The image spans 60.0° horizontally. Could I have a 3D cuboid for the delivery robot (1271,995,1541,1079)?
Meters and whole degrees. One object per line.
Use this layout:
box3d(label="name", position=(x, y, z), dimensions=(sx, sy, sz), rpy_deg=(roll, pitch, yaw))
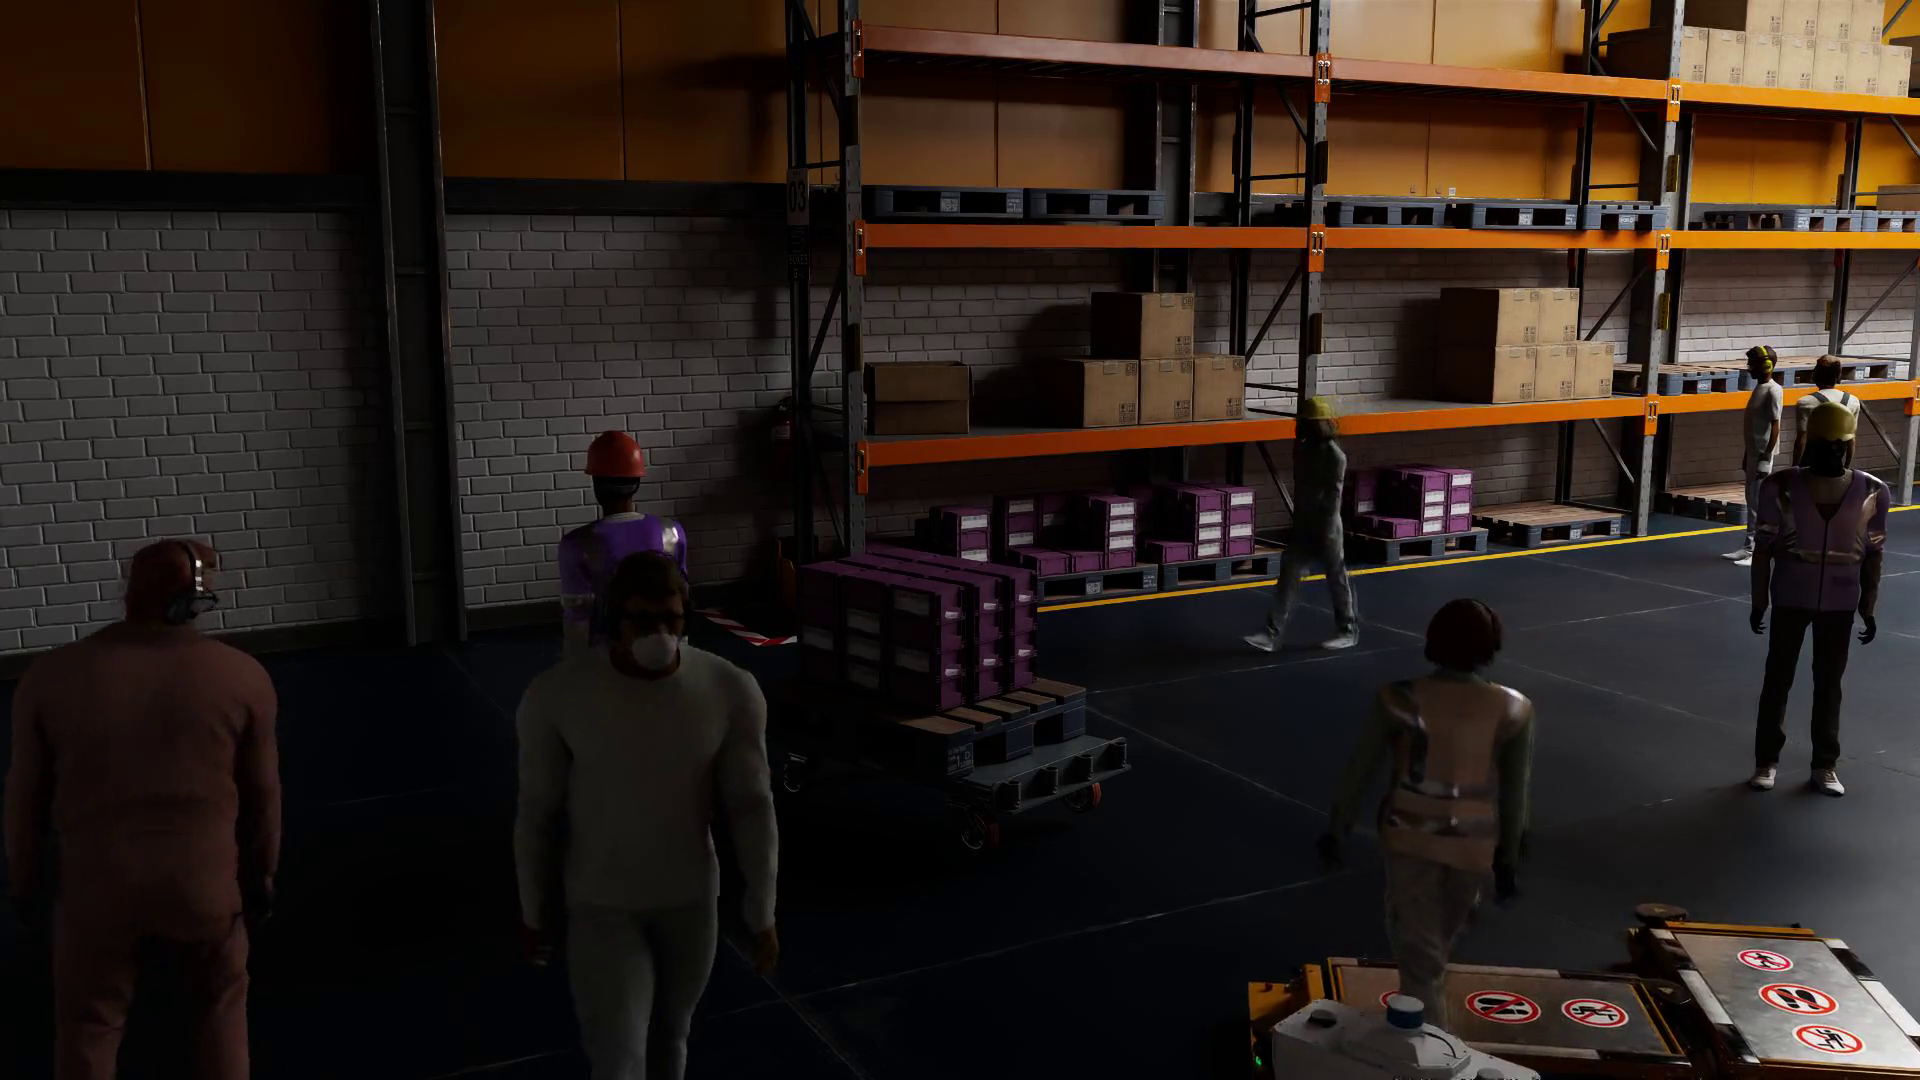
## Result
box3d(label="delivery robot", position=(1.242, 1.525, 4.668), dimensions=(0.707, 0.478, 0.477), rpy_deg=(9, 13, 42))

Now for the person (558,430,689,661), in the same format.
box3d(label="person", position=(-1.354, 0.528, 6.697), dimensions=(0.542, 1.939, 0.361), rpy_deg=(-7, 12, -35))

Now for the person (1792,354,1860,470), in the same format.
box3d(label="person", position=(6.771, -0.537, 13.100), dimensions=(0.506, 1.846, 0.344), rpy_deg=(-1, 10, -6))

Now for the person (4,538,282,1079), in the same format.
box3d(label="person", position=(-2.232, 0.938, 4.583), dimensions=(0.706, 1.866, 0.407), rpy_deg=(-5, 11, -28))

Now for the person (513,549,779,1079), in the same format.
box3d(label="person", position=(-0.763, 0.979, 4.226), dimensions=(0.649, 1.904, 0.892), rpy_deg=(-4, 11, -22))

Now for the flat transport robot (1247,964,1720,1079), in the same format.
box3d(label="flat transport robot", position=(1.662, 1.592, 5.365), dimensions=(1.431, 0.197, 0.652), rpy_deg=(1, 10, 8))

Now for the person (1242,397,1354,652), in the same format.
box3d(label="person", position=(2.289, -0.086, 10.904), dimensions=(0.889, 1.688, 0.508), rpy_deg=(-6, 12, -31))

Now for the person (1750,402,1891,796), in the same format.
box3d(label="person", position=(4.177, 0.286, 8.125), dimensions=(0.588, 1.927, 0.366), rpy_deg=(3, 10, 17))

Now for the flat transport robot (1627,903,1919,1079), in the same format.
box3d(label="flat transport robot", position=(2.726, 1.569, 5.499), dimensions=(0.652, 0.197, 1.431), rpy_deg=(1, 10, 8))

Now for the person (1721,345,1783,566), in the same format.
box3d(label="person", position=(6.713, -0.705, 14.017), dimensions=(0.329, 1.865, 0.512), rpy_deg=(1, 10, 8))

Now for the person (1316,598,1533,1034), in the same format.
box3d(label="person", position=(1.450, 0.971, 5.163), dimensions=(0.600, 1.589, 0.855), rpy_deg=(-1, 10, -4))
